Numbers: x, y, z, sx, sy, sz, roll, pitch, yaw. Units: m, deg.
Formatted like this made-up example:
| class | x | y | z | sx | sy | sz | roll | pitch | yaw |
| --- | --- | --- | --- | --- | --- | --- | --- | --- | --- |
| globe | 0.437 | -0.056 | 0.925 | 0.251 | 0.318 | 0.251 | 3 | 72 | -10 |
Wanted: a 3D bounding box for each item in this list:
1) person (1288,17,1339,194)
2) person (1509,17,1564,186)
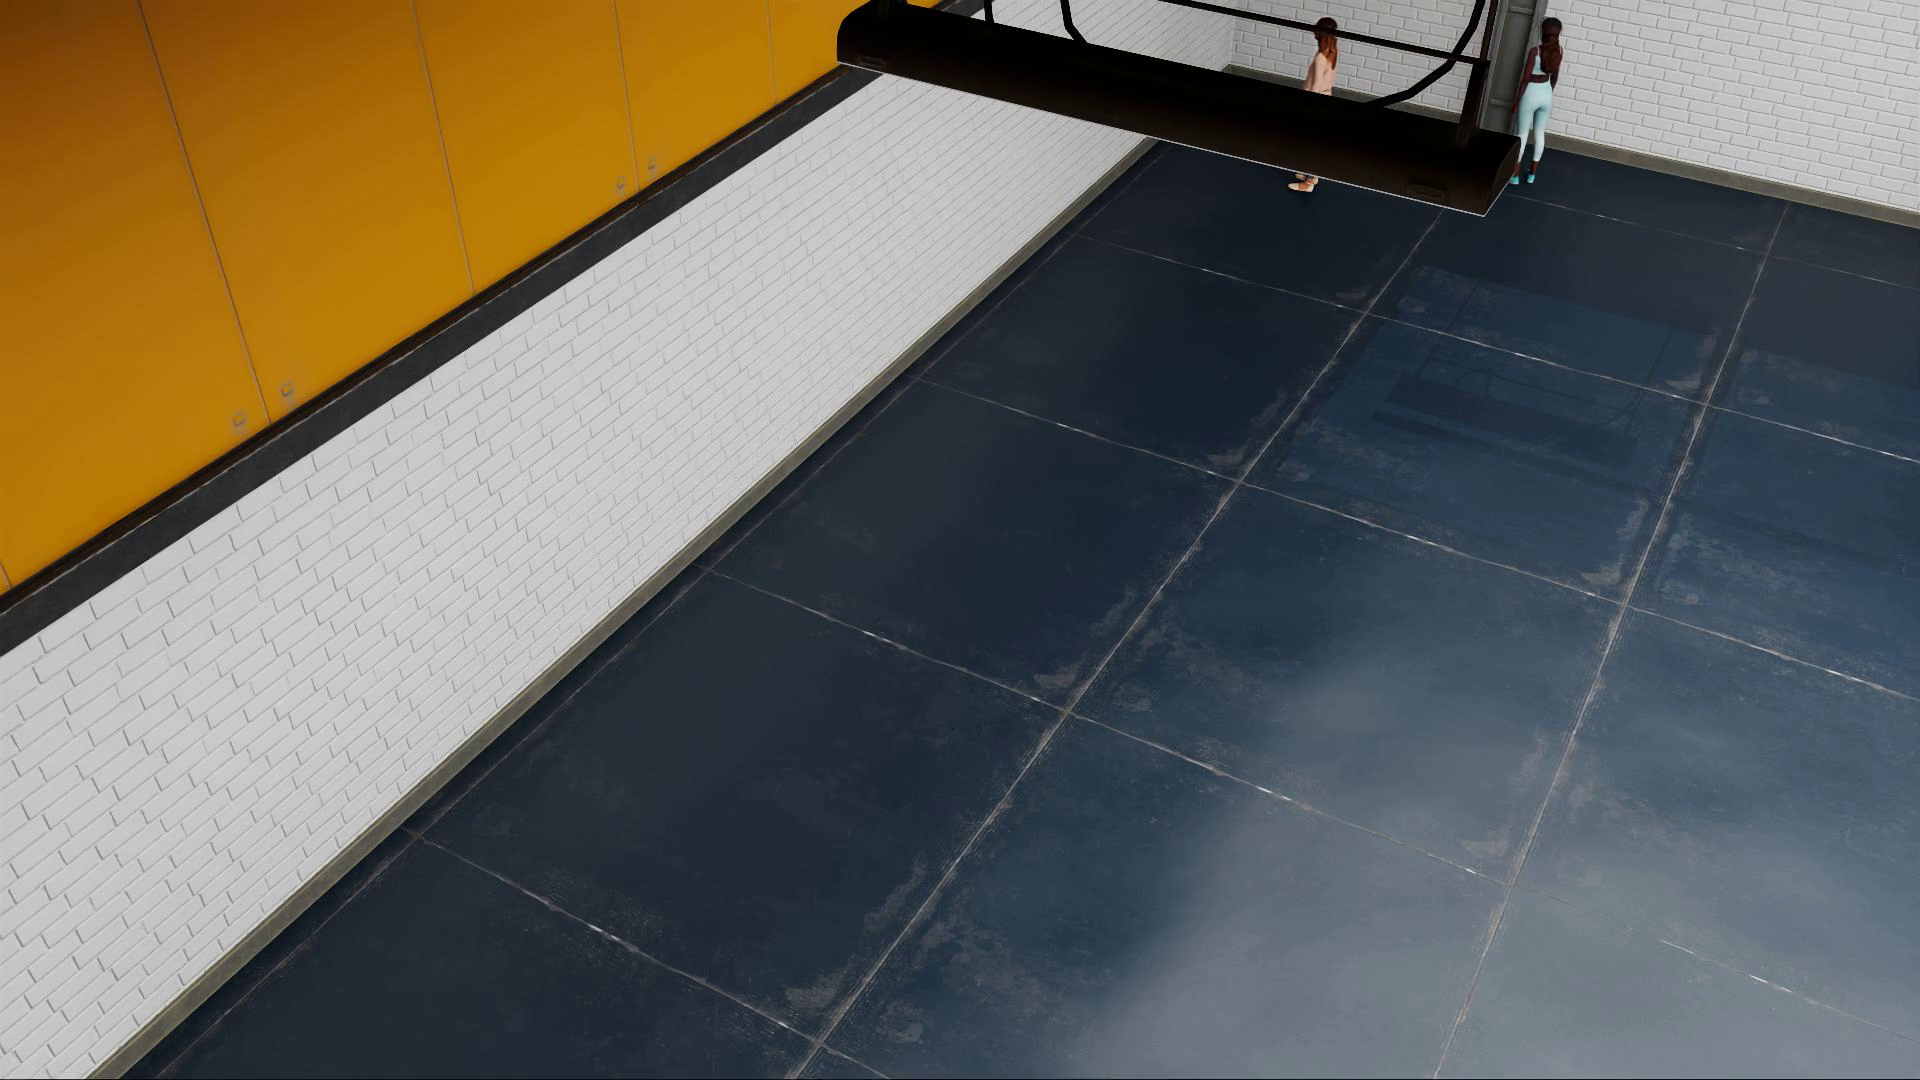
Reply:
| class | x | y | z | sx | sy | sz | roll | pitch | yaw |
| --- | --- | --- | --- | --- | --- | --- | --- | --- | --- |
| person | 3.585 | -4.362 | 16.674 | 0.525 | 1.792 | 0.590 | 18 | 42 | 21 |
| person | 5.823 | -4.439 | 16.824 | 0.642 | 1.724 | 0.714 | -6 | 39 | -8 |
